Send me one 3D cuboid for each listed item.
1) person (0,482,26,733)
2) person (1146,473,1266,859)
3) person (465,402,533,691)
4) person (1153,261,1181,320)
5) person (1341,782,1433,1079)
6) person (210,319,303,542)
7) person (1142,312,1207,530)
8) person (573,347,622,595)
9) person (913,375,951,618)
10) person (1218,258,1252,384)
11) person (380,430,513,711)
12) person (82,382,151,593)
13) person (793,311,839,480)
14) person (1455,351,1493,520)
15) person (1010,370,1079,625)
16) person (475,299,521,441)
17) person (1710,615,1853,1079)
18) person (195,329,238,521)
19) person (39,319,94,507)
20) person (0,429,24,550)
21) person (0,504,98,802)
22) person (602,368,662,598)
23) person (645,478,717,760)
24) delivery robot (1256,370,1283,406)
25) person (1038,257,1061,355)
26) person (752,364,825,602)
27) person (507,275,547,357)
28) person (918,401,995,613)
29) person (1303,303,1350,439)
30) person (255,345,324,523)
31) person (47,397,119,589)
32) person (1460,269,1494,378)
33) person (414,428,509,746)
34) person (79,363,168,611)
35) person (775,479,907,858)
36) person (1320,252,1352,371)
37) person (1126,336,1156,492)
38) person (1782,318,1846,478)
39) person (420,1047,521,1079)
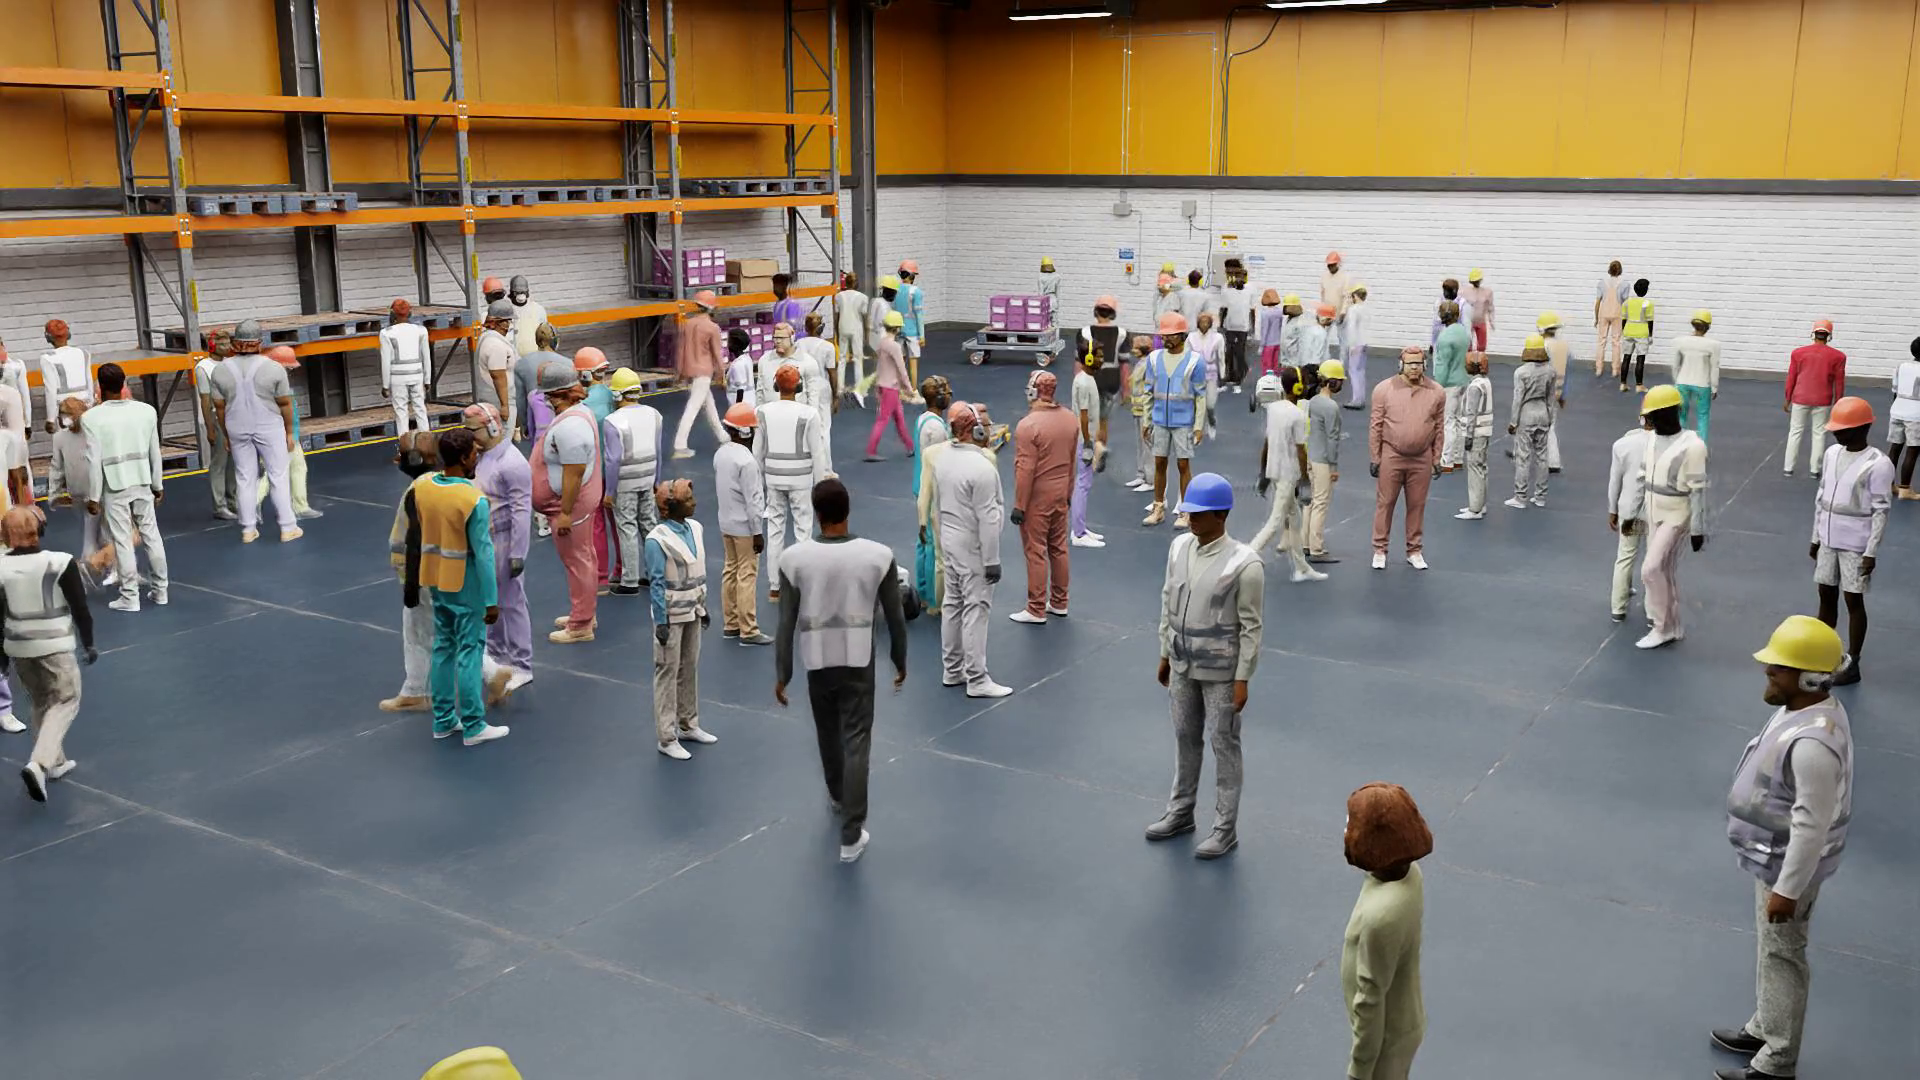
[{"bbox_3d":[-5.947,0.256,9.942,0.362,1.928,0.587,11,17,40],"label":"person"},{"bbox_3d":[1.228,0.618,8.324,0.391,1.949,0.602,-11,17,-39],"label":"person"},{"bbox_3d":[-3.078,0.039,10.944,0.649,1.901,0.409,11,17,41],"label":"person"},{"bbox_3d":[3.555,-3.895,28.399,0.485,1.724,0.722,-3,13,-13],"label":"person"},{"bbox_3d":[1.284,1.523,5.114,0.280,1.624,0.494,5,14,20],"label":"person"},{"bbox_3d":[-6.379,-0.997,15.130,0.681,2.000,0.538,-1,13,-5],"label":"person"},{"bbox_3d":[1.992,-1.114,15.632,0.615,2.041,0.376,7,15,29],"label":"person"},{"bbox_3d":[-2.892,-0.553,13.327,0.406,1.987,0.616,7,15,27],"label":"person"},{"bbox_3d":[-0.180,-0.331,12.670,0.344,1.847,0.504,-4,14,-17],"label":"person"},{"bbox_3d":[4.223,-3.357,25.592,0.452,1.936,0.640,-8,15,-31],"label":"person"},{"bbox_3d":[-3.254,0.213,10.390,0.799,1.818,0.629,-2,13,-10],"label":"person"},{"bbox_3d":[-6.747,-0.403,13.236,0.535,1.726,0.565,-11,17,-41],"label":"person"},{"bbox_3d":[-1.554,-1.529,17.866,0.518,1.844,0.332,4,14,17],"label":"person"},{"bbox_3d":[4.995,-1.015,16.113,0.318,1.630,0.513,6,14,25],"label":"person"},{"bbox_3d":[0.603,-0.322,12.496,0.404,1.906,0.652,11,17,40],"label":"person"},{"bbox_3d":[-4.729,-1.488,17.260,0.535,2.000,0.690,-6,14,-24],"label":"person"},{"bbox_3d":[3.057,1.170,6.191,0.404,1.829,0.608,5,14,23],"label":"person"},{"bbox_3d":[-7.149,-1.122,16.097,0.375,1.845,0.574,1,13,4],"label":"person"},{"bbox_3d":[-8.910,-1.269,16.650,0.362,1.886,0.576,4,14,19],"label":"person"},{"bbox_3d":[-6.956,-0.162,11.901,0.521,1.865,0.327,-7,15,-28],"label":"person"},{"bbox_3d":[-5.050,0.611,9.089,0.521,1.615,0.689,0,13,-1],"label":"person"},{"bbox_3d":[-2.624,-0.456,13.239,0.404,1.830,0.602,8,15,32],"label":"person"},{"bbox_3d":[-1.643,0.448,9.731,0.307,1.645,0.519,5,14,22],"label":"person"},{"bbox_3d":[4.277,-2.102,22.975,0.477,0.478,0.707,3,13,12],"label":"delivery robot"},{"bbox_3d":[1.544,-4.124,29.363,0.483,1.735,0.311,-9,16,-34],"label":"person"},{"bbox_3d":[-1.333,-0.435,13.035,0.585,1.882,0.337,4,14,16],"label":"person"},{"bbox_3d":[-5.485,-2.312,20.833,0.683,2.000,0.536,-4,14,-18],"label":"person"},{"bbox_3d":[-0.018,-0.177,12.307,0.568,1.699,0.871,1,13,4],"label":"person"},{"bbox_3d":[4.435,-2.085,20.600,0.733,1.724,0.595,0,13,2],"label":"person"},{"bbox_3d":[-6.523,-1.009,15.880,0.592,1.713,0.692,12,18,42],"label":"person"},{"bbox_3d":[-7.033,-0.347,13.292,0.511,1.584,0.852,3,13,14],"label":"person"},{"bbox_3d":[8.169,-3.445,26.427,0.573,1.731,0.611,1,13,2],"label":"person"},{"bbox_3d":[-2.975,0.285,9.870,0.591,1.913,0.398,9,16,34],"label":"person"},{"bbox_3d":[-6.428,-0.405,12.832,0.372,1.916,0.597,8,15,32],"label":"person"},{"bbox_3d":[-0.602,0.605,8.571,0.643,1.852,0.993,0,13,1],"label":"person"},{"bbox_3d":[6.007,-3.664,26.923,0.613,1.938,1.016,11,17,41],"label":"person"},{"bbox_3d":[1.923,-1.323,17.429,0.311,1.636,0.523,-2,13,-7],"label":"person"},{"bbox_3d":[9.327,-1.548,18.182,0.575,1.738,0.353,5,14,22],"label":"person"},{"bbox_3d":[-0.973,1.855,3.385,0.339,1.761,0.524,-6,14,-24],"label":"person"}]
